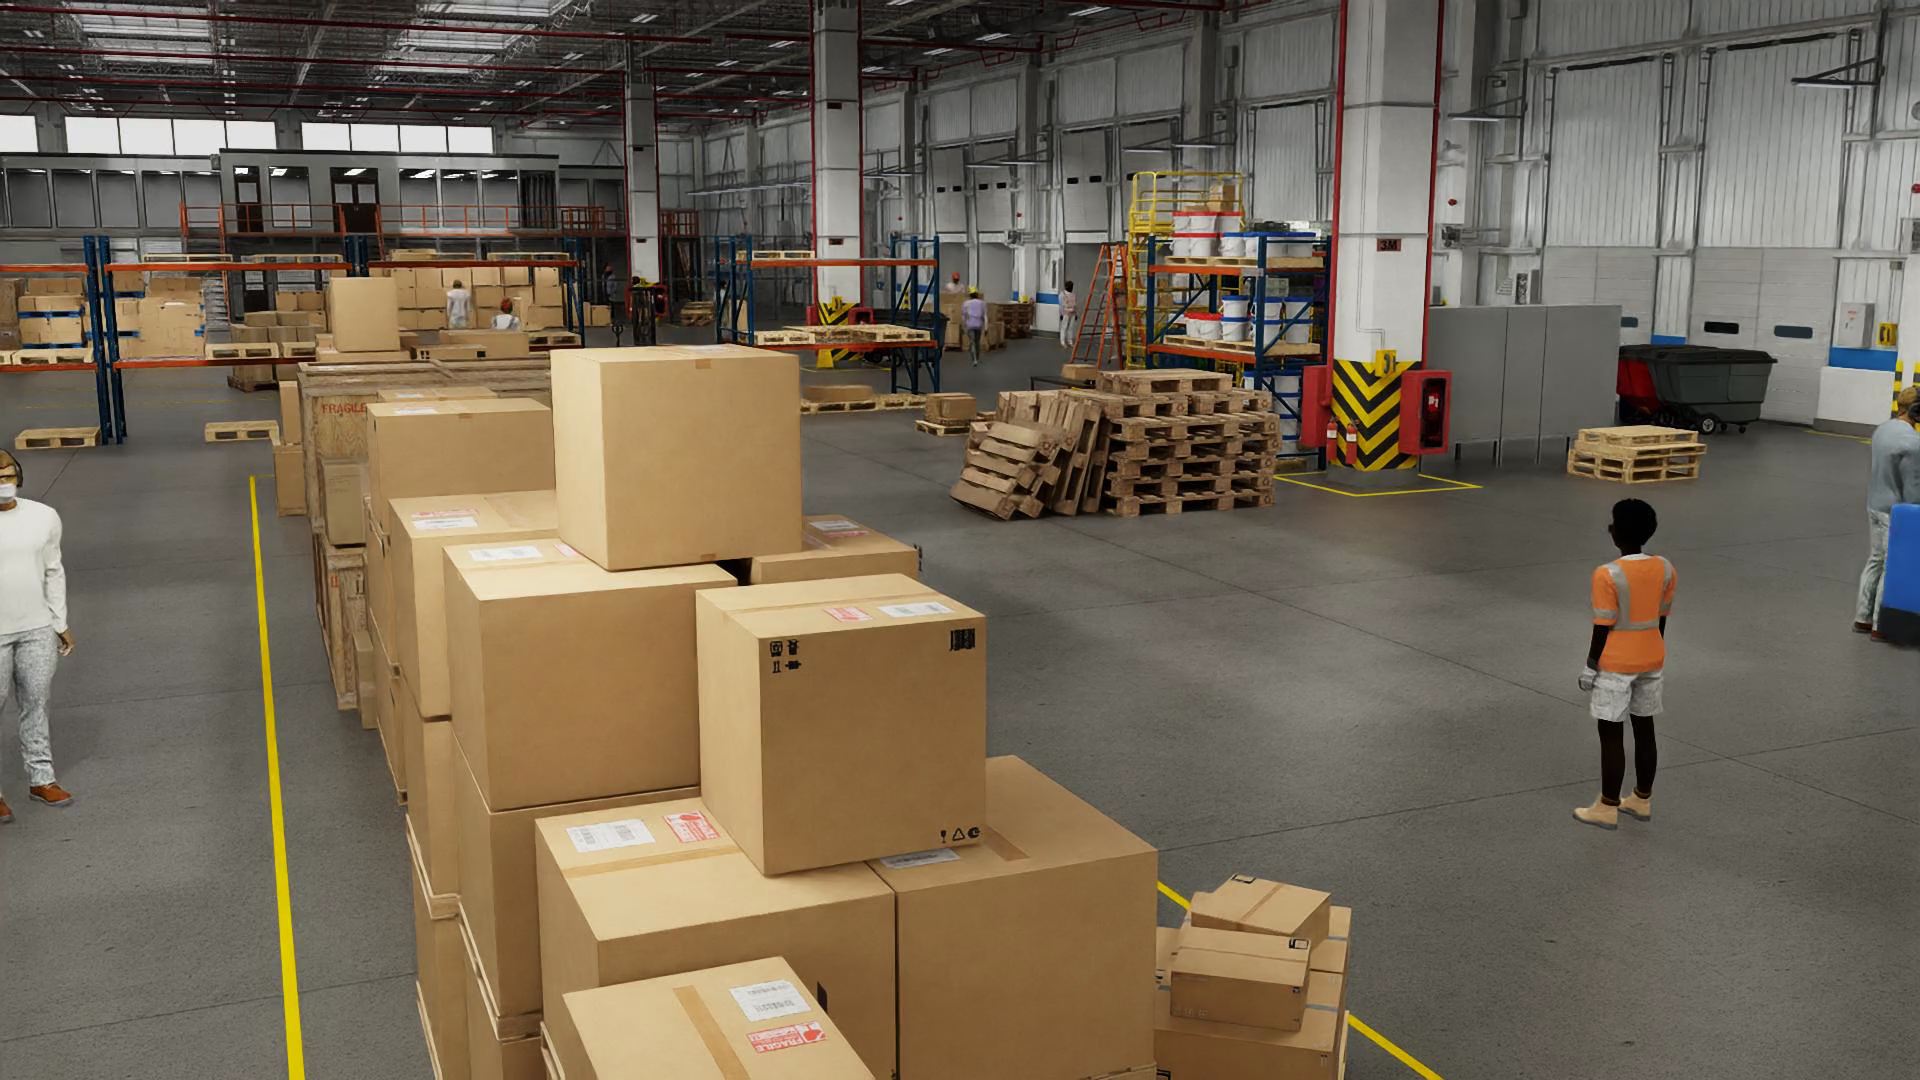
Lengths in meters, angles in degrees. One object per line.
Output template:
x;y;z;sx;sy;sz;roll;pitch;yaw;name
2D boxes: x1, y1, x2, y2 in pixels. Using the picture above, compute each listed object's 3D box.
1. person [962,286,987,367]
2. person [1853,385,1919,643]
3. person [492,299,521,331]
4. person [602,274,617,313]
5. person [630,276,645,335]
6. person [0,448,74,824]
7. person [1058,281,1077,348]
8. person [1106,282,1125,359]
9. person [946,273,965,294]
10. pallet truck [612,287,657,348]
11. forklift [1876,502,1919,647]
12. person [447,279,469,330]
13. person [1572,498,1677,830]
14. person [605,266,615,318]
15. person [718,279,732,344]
0.347;-5.024;39.155;0.591;1.887;0.958;-2;10;-11;person
6.957;-0.189;12.370;0.372;1.927;0.635;1;10;4;person
-8.431;-3.571;31.144;0.610;1.880;0.490;3;11;16;person
-14.098;-10.071;67.007;0.614;1.852;0.826;-5;11;-24;person
-10.061;-7.308;51.870;0.431;1.836;0.618;2;10;10;person
-4.930;0.480;8.639;0.374;1.939;0.629;7;12;34;person
2.986;-6.187;45.650;0.627;1.843;0.429;-8;13;-39;person
3.857;-5.466;41.464;0.445;1.911;0.621;-6;12;-29;person
-0.135;-7.317;51.620;0.622;1.939;1.059;-3;11;-16;person
-6.464;-4.406;35.401;0.823;1.965;1.885;6;12;32;pallet truck
7.800;-0.595;11.963;1.873;2.768;1.129;-4;11;-23;forklift
-13.384;-5.991;44.342;0.441;1.922;0.654;10;14;44;person
3.385;0.630;8.474;0.531;1.698;0.320;-5;11;-26;person
-13.272;-9.397;63.074;0.359;1.938;0.545;-2;10;-9;person
-6.595;-6.393;46.747;0.564;1.852;0.527;5;11;25;person
